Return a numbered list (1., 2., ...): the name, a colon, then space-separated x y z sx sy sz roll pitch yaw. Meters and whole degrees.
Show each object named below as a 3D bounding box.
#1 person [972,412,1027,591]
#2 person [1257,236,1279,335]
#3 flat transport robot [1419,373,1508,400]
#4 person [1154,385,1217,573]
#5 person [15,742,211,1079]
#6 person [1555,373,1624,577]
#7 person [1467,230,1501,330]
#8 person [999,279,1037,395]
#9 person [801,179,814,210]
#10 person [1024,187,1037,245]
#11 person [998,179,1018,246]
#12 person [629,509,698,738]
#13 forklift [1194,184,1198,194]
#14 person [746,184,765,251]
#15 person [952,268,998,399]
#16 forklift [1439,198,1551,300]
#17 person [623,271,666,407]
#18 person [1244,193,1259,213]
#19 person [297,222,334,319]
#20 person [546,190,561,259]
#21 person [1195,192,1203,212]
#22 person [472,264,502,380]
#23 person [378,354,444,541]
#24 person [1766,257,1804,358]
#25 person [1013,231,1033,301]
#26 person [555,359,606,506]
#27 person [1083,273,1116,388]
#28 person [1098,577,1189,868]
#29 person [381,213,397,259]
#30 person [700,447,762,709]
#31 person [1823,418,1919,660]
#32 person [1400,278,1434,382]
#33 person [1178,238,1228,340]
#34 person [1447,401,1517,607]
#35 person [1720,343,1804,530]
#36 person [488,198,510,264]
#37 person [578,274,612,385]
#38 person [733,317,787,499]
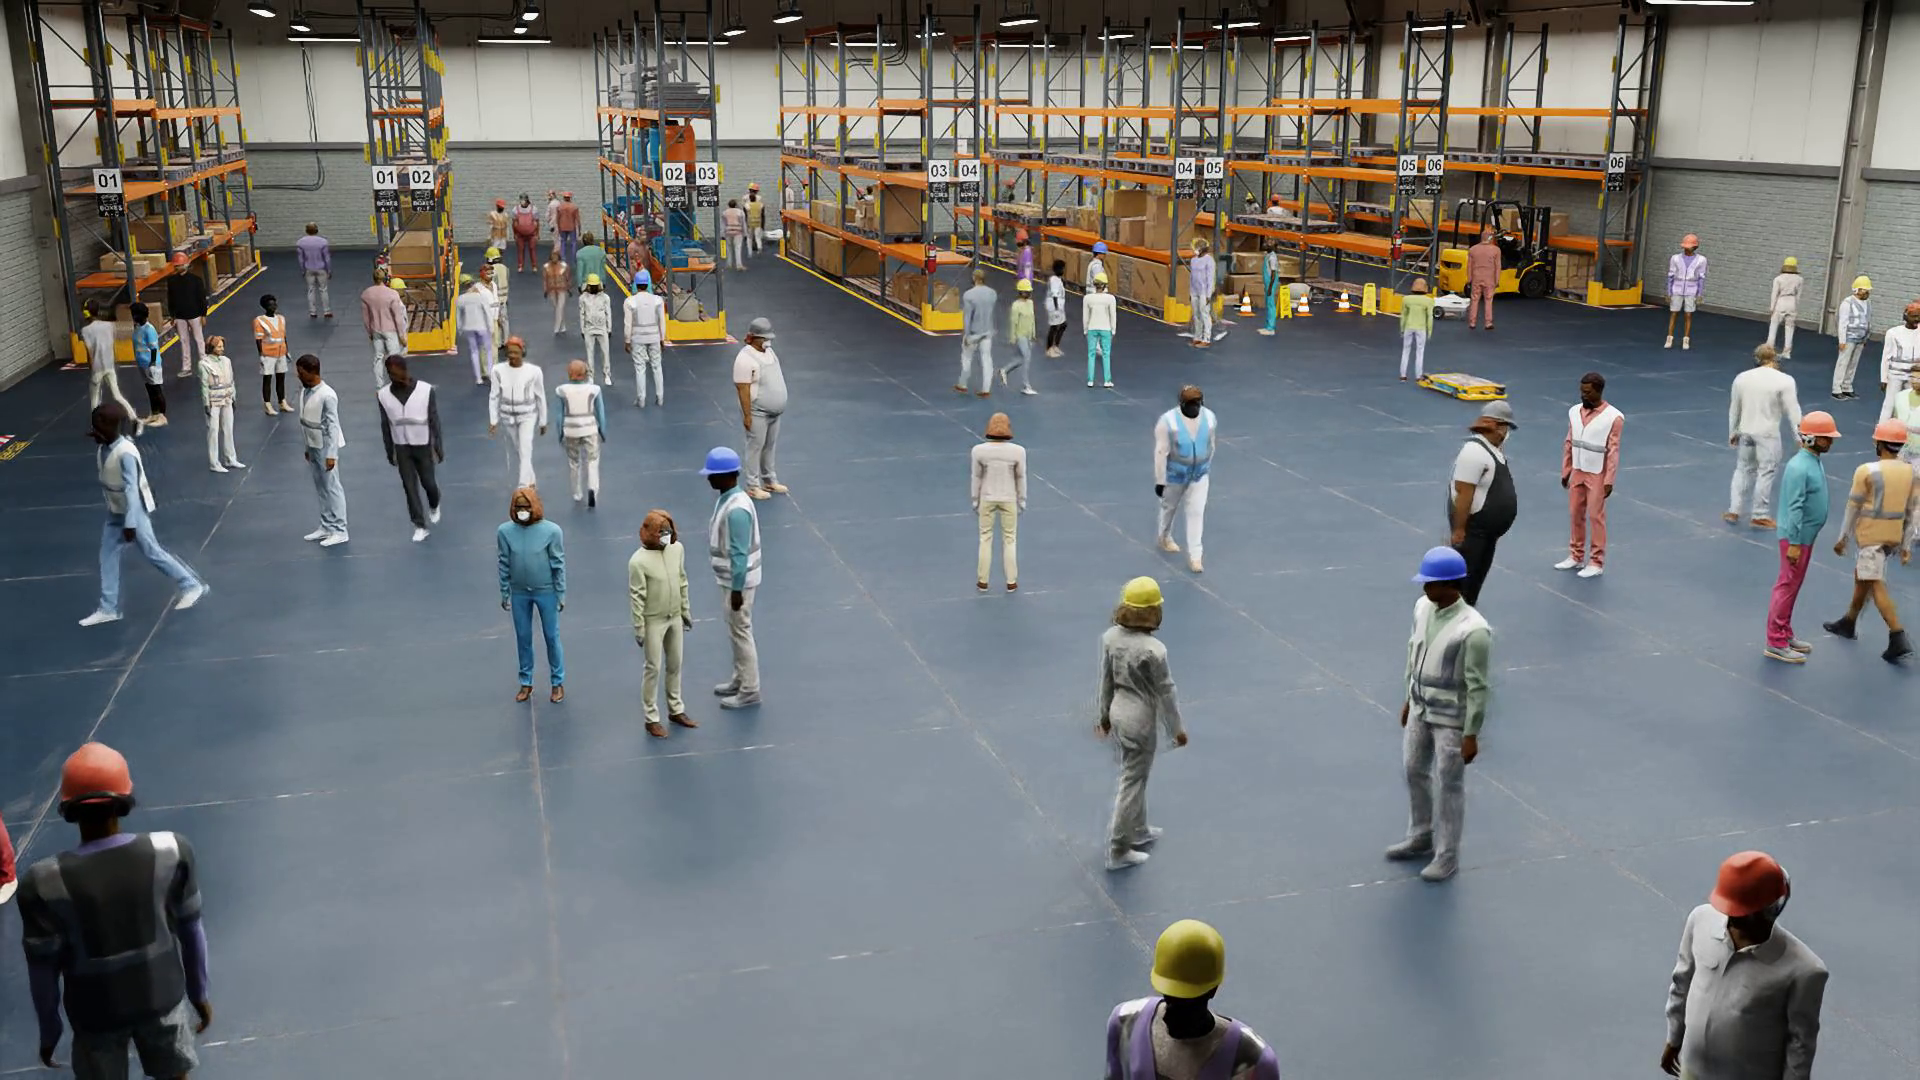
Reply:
1. person: 0.351 -0.340 15.010 0.498 1.627 0.273 1 15 5
2. person: 5.813 -4.776 31.282 0.351 1.846 0.507 1 15 5
3. flat transport robot: 7.581 -2.324 25.073 0.652 0.197 1.431 -4 15 -15
4. person: 2.119 -0.648 15.925 0.631 1.772 1.011 -3 15 -10
5. person: -3.196 1.751 6.359 0.610 2.044 0.401 -10 18 -34
6. person: 5.878 -0.620 15.535 0.407 1.907 0.597 -8 17 -27
7. person: 10.107 -5.018 32.089 0.637 1.904 0.403 9 17 31
8. person: 0.891 -3.083 25.107 0.666 1.741 0.525 10 18 32
9. person: -4.774 -10.282 51.845 0.381 1.928 0.546 9 17 31
10. person: 2.044 -9.421 48.567 0.404 1.945 0.614 -2 15 -9
11. person: 1.603 -9.921 50.361 1.036 1.986 0.647 -3 15 -11
12. person: -2.074 0.572 11.586 0.294 1.623 0.507 11 18 34
13. forklift: 7.392 -11.333 53.972 1.873 2.768 1.129 -4 15 -15
14. person: -5.966 -9.394 48.497 0.543 1.932 0.365 13 20 40
15. person: 0.219 -3.095 24.832 0.634 1.905 0.875 -9 17 -31
16. forklift: 11.913 -6.508 37.130 2.313 2.155 1.214 -4 15 -15
17. person: -4.545 -2.892 23.995 0.608 1.946 0.406 -7 16 -24
18. person: 8.309 -9.064 47.635 0.492 1.732 0.333 13 20 41
19. person: -12.992 -5.424 33.552 0.633 1.936 0.358 -2 15 -7
20. person: -11.247 -8.722 46.019 0.411 1.908 0.643 -2 15 -6
21. person: 6.936 -9.283 48.418 0.330 1.751 0.563 2 15 7
22. person: -7.469 -3.439 26.288 0.404 1.831 0.573 4 15 15
23. person: -5.527 -0.967 16.858 0.628 1.891 0.626 -1 15 -3
24. person: 14.102 -3.967 28.452 0.503 1.730 0.349 2 15 8
25. person: 1.237 -4.979 31.940 0.526 1.910 0.611 -3 15 -13
26. person: -4.130 -1.163 18.135 0.532 1.615 0.668 -2 15 -9
27. person: 2.149 -3.222 25.605 0.524 1.759 0.328 4 15 15
28. person: 1.102 1.043 9.628 0.642 1.726 0.494 -9 17 -31
29. person: -15.830 -8.711 46.115 0.430 1.837 0.624 -9 17 -30
30. person: -1.656 0.268 12.135 0.422 1.935 0.621 -4 15 -15
31. person: 7.407 -0.020 13.313 0.541 1.895 0.989 -4 15 -15
32. person: 7.159 -3.283 26.089 0.512 1.626 0.288 8 17 28
33. person: 4.545 -4.630 30.699 0.972 1.876 0.586 6 16 22
34. person: 4.212 -0.145 13.481 0.533 2.000 0.832 9 17 30
35. person: 8.295 -1.059 17.216 0.375 1.905 0.731 -7 17 -26
36. person: -11.619 -7.650 41.969 0.576 1.908 0.472 -14 20 -41
37. person: -5.644 -3.259 25.789 0.485 1.735 0.322 -3 15 -10
38. person: -2.186 -1.481 18.509 0.535 2.000 0.683 6 16 22
